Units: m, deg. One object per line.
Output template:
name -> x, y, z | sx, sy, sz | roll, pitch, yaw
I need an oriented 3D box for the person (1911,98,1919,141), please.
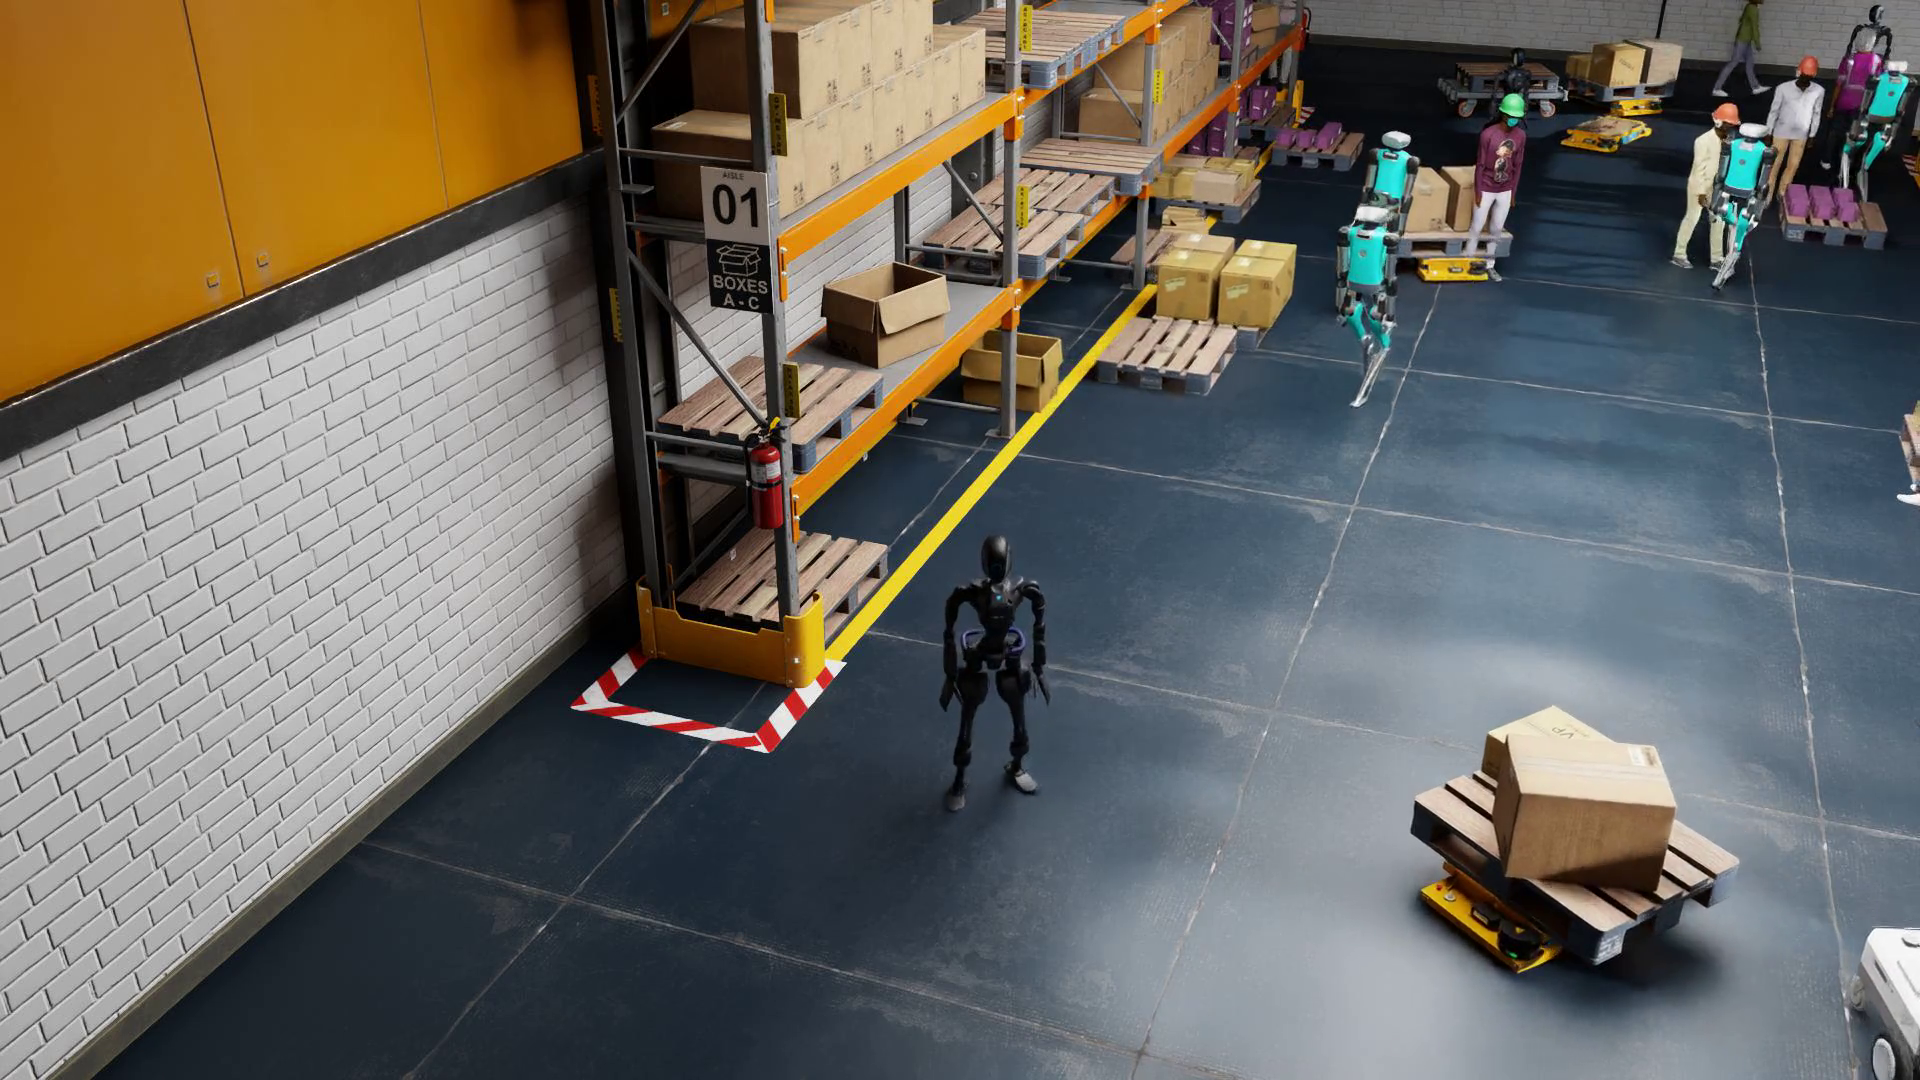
person -> 13.107, -6.271, 22.196 | 0.429, 1.846, 0.626 | 7, 28, 13

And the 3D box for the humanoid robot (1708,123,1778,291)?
humanoid robot -> 7.828, -3.328, 16.625 | 0.555, 1.736, 1.036 | 24, 36, 38

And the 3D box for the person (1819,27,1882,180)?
person -> 11.039, -5.402, 20.563 | 0.493, 1.802, 0.944 | 10, 29, 19

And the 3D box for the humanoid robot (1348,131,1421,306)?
humanoid robot -> 3.932, -2.934, 15.914 | 0.545, 1.839, 0.762 | 23, 35, 37

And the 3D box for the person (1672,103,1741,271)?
person -> 7.801, -3.613, 17.164 | 0.581, 1.726, 0.675 | -14, 30, -25

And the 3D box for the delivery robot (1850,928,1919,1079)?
delivery robot -> 4.295, 2.092, 7.379 | 0.499, 0.594, 0.778 | 2, 27, 4

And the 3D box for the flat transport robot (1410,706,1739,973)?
flat transport robot -> 3.098, 1.706, 8.442 | 1.431, 0.231, 0.659 | -15, 31, -27

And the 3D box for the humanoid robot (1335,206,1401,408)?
humanoid robot -> 3.507, -1.969, 14.057 | 0.547, 1.862, 0.845 | 18, 32, 31

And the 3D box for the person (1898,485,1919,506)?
person -> 7.315, -1.028, 12.260 | 0.497, 1.627, 0.288 | -21, 34, -35

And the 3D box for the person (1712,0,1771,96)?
person -> 11.676, -7.343, 24.549 | 0.853, 1.591, 0.505 | 8, 28, 15

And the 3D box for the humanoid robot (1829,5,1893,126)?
humanoid robot -> 12.360, -6.450, 22.729 | 0.443, 1.653, 0.611 | -23, 35, -37

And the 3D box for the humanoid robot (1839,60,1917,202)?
humanoid robot -> 10.559, -4.716, 19.309 | 0.554, 1.766, 0.918 | 4, 28, 7

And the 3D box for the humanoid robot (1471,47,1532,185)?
humanoid robot -> 6.686, -5.210, 20.373 | 0.609, 1.627, 0.780 | -10, 29, -19

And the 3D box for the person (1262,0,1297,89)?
person -> 4.856, -7.780, 25.033 | 0.644, 1.923, 0.486 | -12, 30, -22

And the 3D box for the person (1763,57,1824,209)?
person -> 9.673, -4.751, 19.370 | 0.587, 1.742, 0.469 | 4, 28, 8

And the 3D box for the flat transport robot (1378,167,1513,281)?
flat transport robot -> 5.077, -3.051, 17.669 | 0.659, 0.231, 1.431 | -1, 27, -1

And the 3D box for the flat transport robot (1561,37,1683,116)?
flat transport robot -> 9.503, -6.422, 24.207 | 0.659, 0.231, 1.431 | -8, 28, -15

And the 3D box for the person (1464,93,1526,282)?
person -> 5.427, -3.556, 16.839 | 0.481, 1.935, 0.450 | -3, 27, -6

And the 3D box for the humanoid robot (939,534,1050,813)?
humanoid robot -> 0.178, 0.677, 8.895 | 0.598, 1.635, 0.384 | -5, 28, -9

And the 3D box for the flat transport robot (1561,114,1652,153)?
flat transport robot -> 8.693, -5.455, 22.331 | 0.659, 0.231, 1.431 | 22, 35, 36
